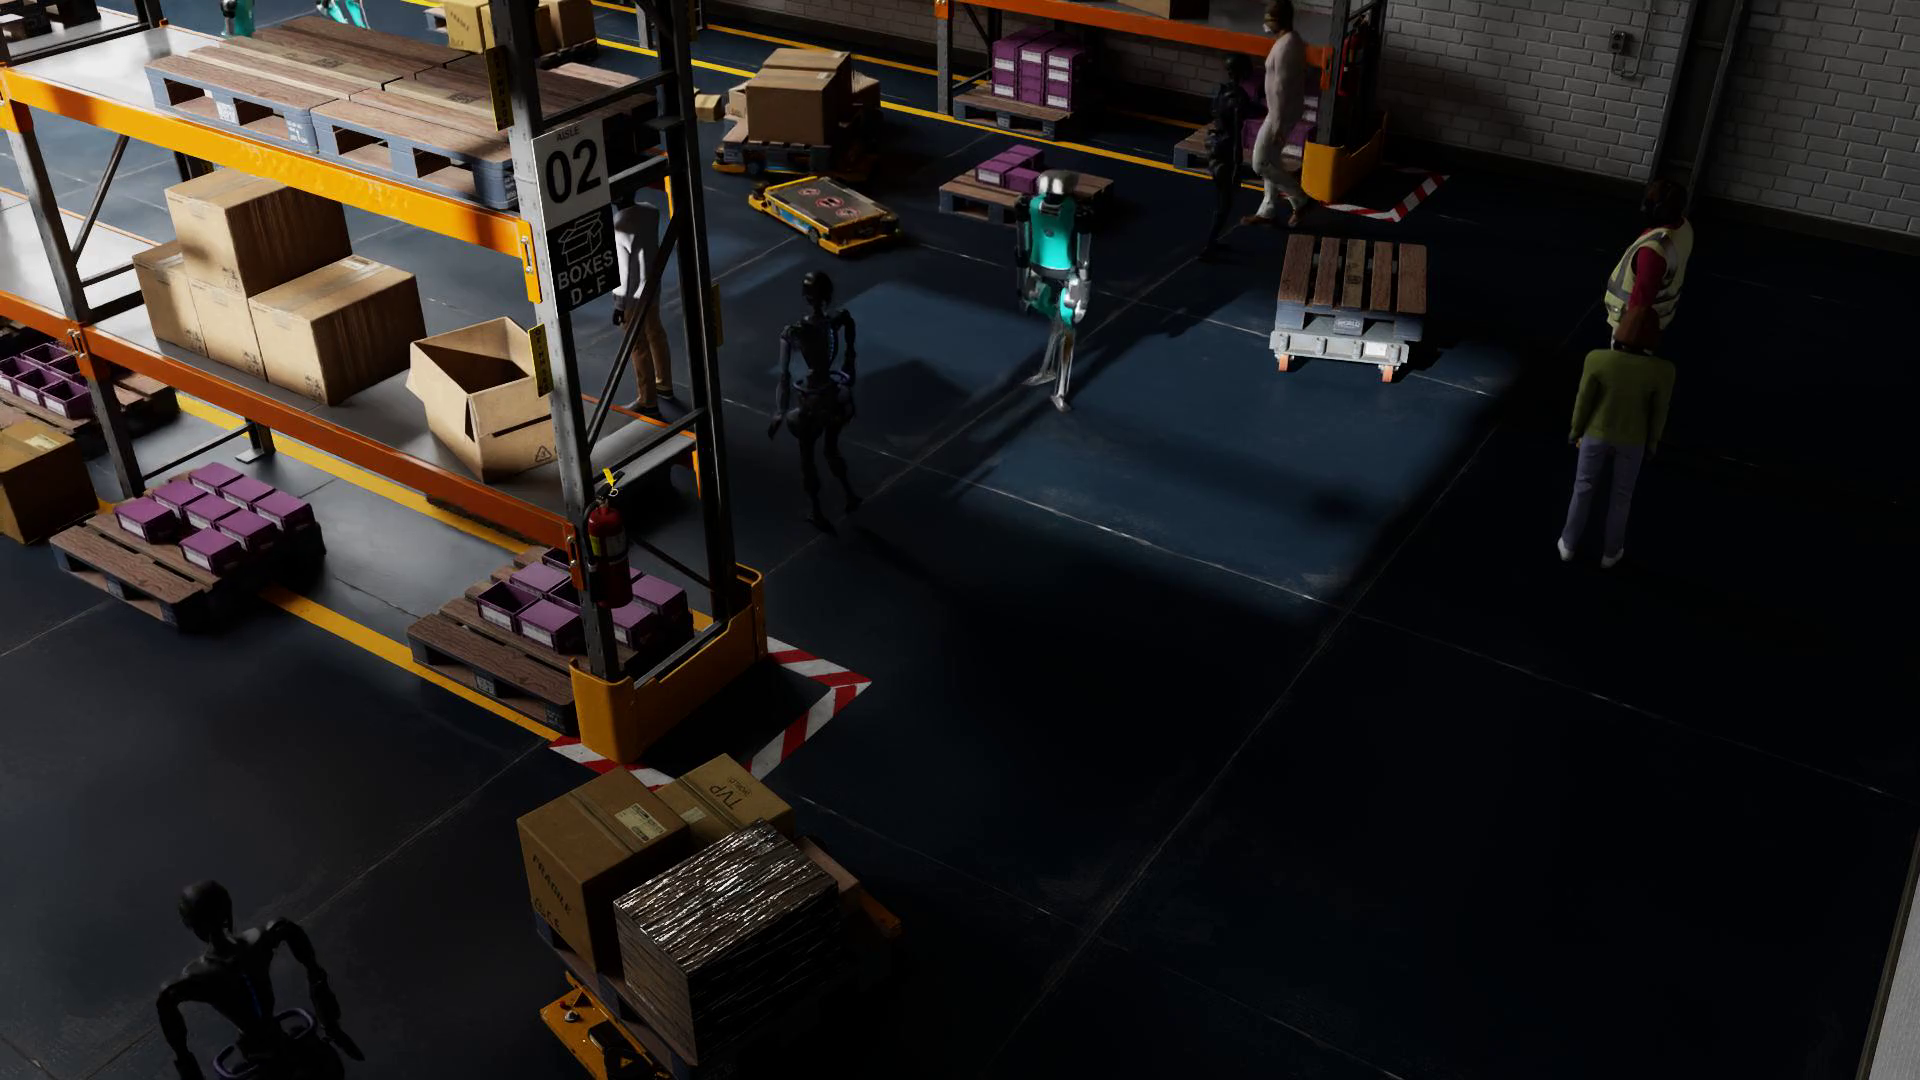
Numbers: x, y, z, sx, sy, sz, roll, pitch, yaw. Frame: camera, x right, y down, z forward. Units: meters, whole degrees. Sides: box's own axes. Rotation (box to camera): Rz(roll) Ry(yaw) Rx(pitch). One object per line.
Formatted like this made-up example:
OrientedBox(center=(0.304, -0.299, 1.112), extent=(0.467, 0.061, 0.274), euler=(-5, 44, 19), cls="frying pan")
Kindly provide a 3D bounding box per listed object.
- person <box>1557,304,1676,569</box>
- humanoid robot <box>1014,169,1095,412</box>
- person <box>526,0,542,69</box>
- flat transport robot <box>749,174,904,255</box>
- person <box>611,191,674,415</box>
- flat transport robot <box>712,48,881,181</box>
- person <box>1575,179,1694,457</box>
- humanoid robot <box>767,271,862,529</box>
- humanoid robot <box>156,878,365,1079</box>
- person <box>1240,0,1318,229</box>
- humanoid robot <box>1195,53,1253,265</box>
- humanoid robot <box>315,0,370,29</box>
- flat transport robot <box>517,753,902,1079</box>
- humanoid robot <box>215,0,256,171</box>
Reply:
OrientedBox(center=(3.742, -0.585, 9.518), extent=(0.498, 1.633, 0.279), euler=(14, 35, 20), cls="person")
OrientedBox(center=(0.693, -1.730, 11.178), extent=(0.599, 1.767, 0.881), euler=(13, 35, 19), cls="humanoid robot")
OrientedBox(center=(-3.963, -4.391, 15.096), extent=(0.431, 1.944, 0.482), euler=(2, 33, 4), cls="person")
OrientedBox(center=(-1.157, -2.798, 14.174), extent=(0.659, 0.231, 1.431), euler=(-22, 39, -30), cls="flat transport robot")
OrientedBox(center=(-2.178, -1.671, 11.080), extent=(0.341, 1.748, 0.571), euler=(11, 35, 16), cls="person")
OrientedBox(center=(-1.501, -3.545, 15.321), extent=(1.431, 0.231, 0.659), euler=(6, 34, 9), cls="flat transport robot")
OrientedBox(center=(4.312, -1.413, 10.603), extent=(0.429, 1.842, 0.632), euler=(21, 38, 28), cls="person")
OrientedBox(center=(-0.840, -0.800, 9.811), extent=(0.591, 1.654, 0.382), euler=(-25, 41, -33), cls="humanoid robot")
OrientedBox(center=(-2.403, 1.839, 5.785), extent=(0.651, 1.631, 0.601), euler=(26, 41, 34), cls="humanoid robot")
OrientedBox(center=(2.689, -3.472, 13.707), extent=(0.562, 1.907, 0.675), euler=(9, 34, 14), cls="person")
OrientedBox(center=(2.086, -3.071, 13.306), extent=(0.416, 1.640, 0.603), euler=(-2, 33, -3), cls="humanoid robot")
OrientedBox(center=(-6.275, -5.489, 17.067), extent=(0.545, 1.899, 0.737), euler=(-26, 41, -34), cls="humanoid robot")
OrientedBox(center=(-0.999, 1.806, 7.097), extent=(1.431, 0.231, 0.659), euler=(-26, 41, -34), cls="flat transport robot")
OrientedBox(center=(-6.664, -4.213, 15.013), extent=(0.823, 1.780, 0.610), euler=(1, 33, 1), cls="humanoid robot")
